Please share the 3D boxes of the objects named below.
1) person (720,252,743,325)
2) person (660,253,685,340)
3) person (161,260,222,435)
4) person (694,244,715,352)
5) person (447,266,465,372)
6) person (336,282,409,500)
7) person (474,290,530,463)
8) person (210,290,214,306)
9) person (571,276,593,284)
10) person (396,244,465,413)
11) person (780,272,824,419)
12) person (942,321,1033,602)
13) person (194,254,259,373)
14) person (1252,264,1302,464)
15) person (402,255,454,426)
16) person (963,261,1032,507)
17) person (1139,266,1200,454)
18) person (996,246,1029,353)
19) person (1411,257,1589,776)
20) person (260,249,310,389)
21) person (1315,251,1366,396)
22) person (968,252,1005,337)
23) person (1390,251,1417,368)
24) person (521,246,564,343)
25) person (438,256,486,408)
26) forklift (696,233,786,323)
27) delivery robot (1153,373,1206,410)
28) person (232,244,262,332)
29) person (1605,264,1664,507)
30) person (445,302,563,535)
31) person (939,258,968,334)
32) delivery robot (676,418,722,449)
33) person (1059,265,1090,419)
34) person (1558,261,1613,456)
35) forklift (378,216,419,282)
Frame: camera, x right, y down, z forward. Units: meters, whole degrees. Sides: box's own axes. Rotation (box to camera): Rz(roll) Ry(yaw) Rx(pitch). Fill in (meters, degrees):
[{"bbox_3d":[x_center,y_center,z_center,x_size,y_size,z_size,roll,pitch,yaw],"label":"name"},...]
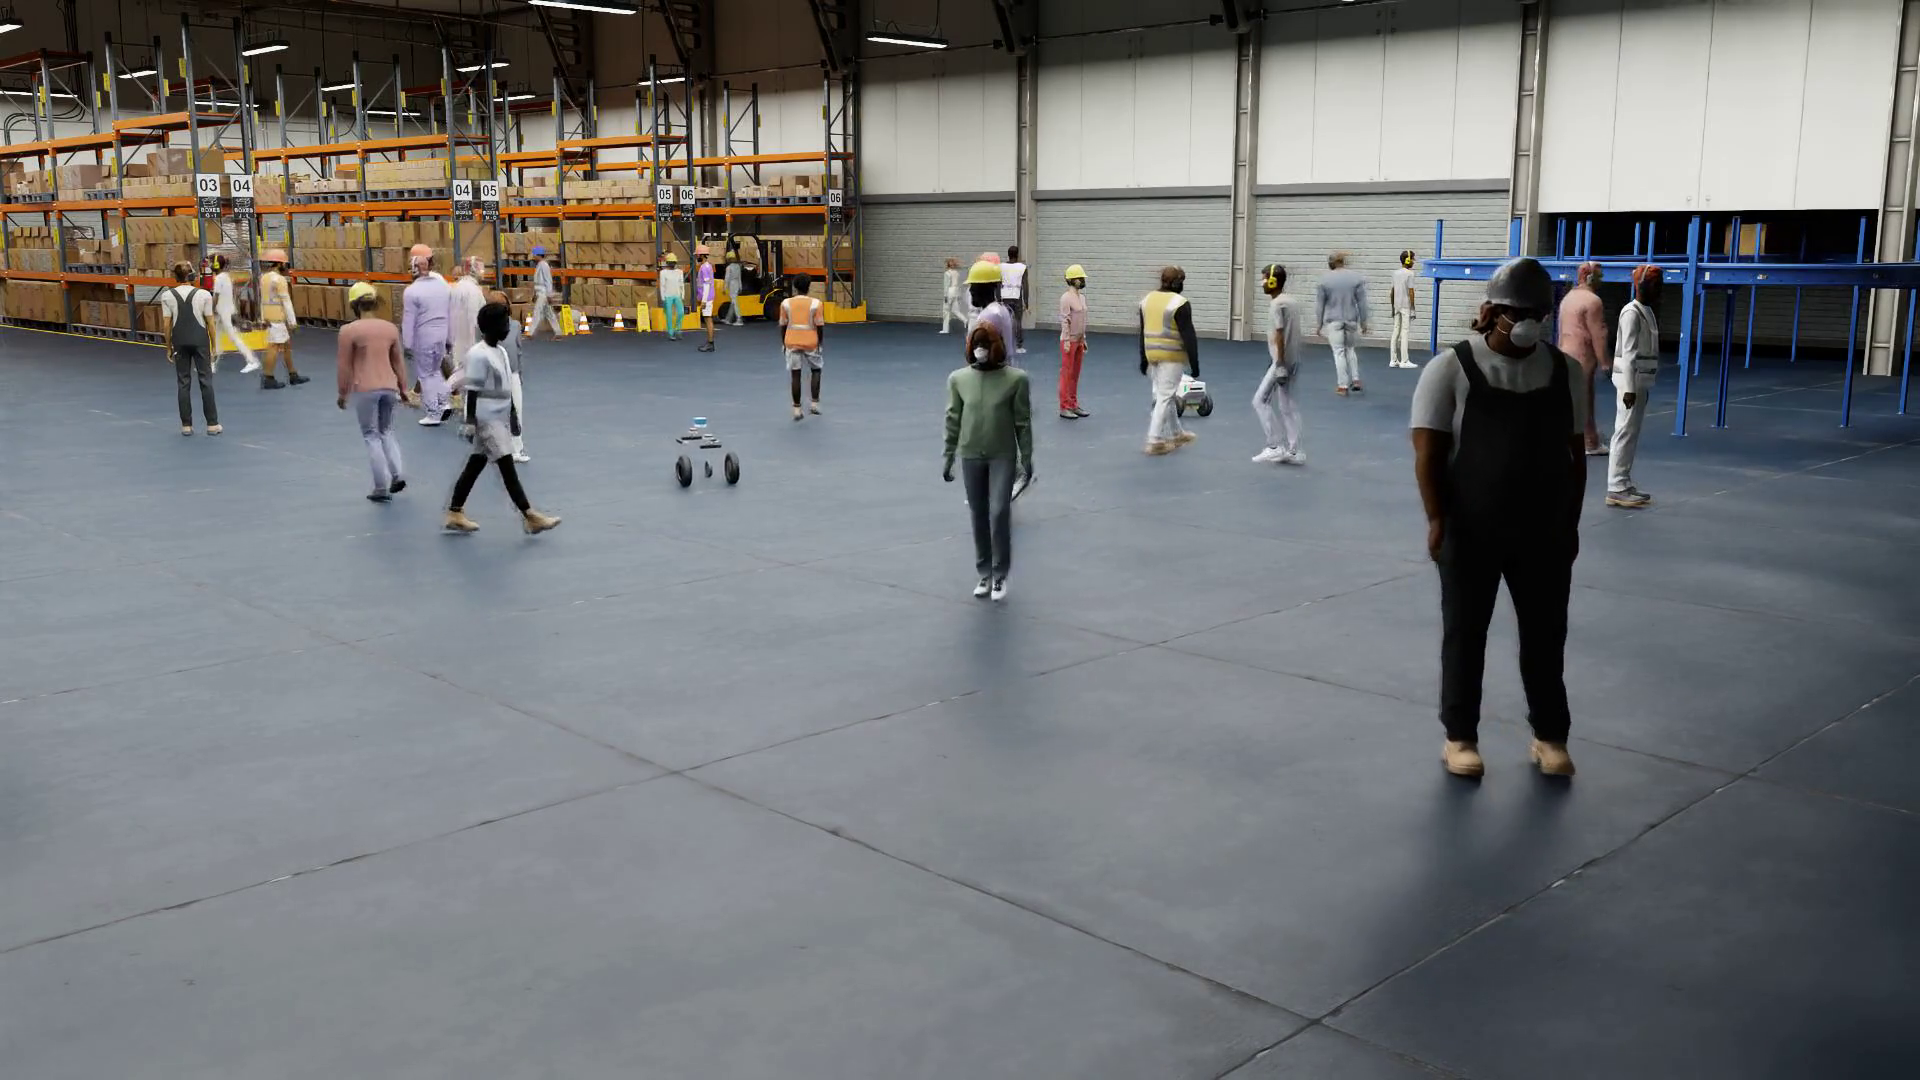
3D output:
[{"bbox_3d":[-5.410,-5.925,39.212,0.664,1.715,0.510,5,12,26],"label":"person"},{"bbox_3d":[-5.780,-4.903,33.552,0.545,1.742,0.588,-6,12,-31],"label":"person"},{"bbox_3d":[-8.198,-2.047,17.738,0.505,1.842,0.349,-3,11,-14],"label":"person"},{"bbox_3d":[-4.674,-4.425,30.436,0.377,1.938,0.547,0,10,-3],"label":"person"},{"bbox_3d":[-7.752,-3.444,25.909,0.510,1.639,0.308,0,10,-2],"label":"person"},{"bbox_3d":[-4.711,-1.187,13.336,0.447,1.740,0.532,8,13,36],"label":"person"},{"bbox_3d":[-4.370,-1.560,15.721,0.510,1.604,0.775,-9,14,-42],"label":"person"},{"bbox_3d":[-16.428,-5.515,36.407,0.386,1.927,0.589,-6,12,-28],"label":"person"},{"bbox_3d":[-9.650,-6.685,42.915,0.641,1.899,1.009,-10,14,-42],"label":"person"},{"bbox_3d":[-6.438,-2.525,19.938,1.017,1.986,0.633,1,10,3],"label":"person"},{"bbox_3d":[-1.824,-2.266,19.365,0.543,1.681,0.545,1,10,5],"label":"person"},{"bbox_3d":[0.144,-0.450,9.629,0.524,1.618,0.584,3,11,15],"label":"person"},{"bbox_3d":[-11.358,-3.494,25.690,0.953,1.832,0.516,-3,11,-14],"label":"person"},{"bbox_3d":[2.930,-1.619,15.405,0.600,1.838,0.605,5,11,24],"label":"person"},{"bbox_3d":[-5.953,-2.217,18.533,0.431,1.883,0.660,6,12,30],"label":"person"},{"bbox_3d":[0.260,-1.188,12.849,0.499,1.915,0.590,2,11,13],"label":"person"},{"bbox_3d":[2.104,-1.762,16.261,0.787,1.806,0.653,-7,12,-33],"label":"person"},{"bbox_3d":[0.945,-4.338,30.013,0.598,1.917,0.378,3,11,16],"label":"person"},{"bbox_3d":[2.132,-0.072,6.534,0.699,2.000,0.540,0,10,0],"label":"person"},{"bbox_3d":[-9.389,-3.078,23.163,0.583,1.902,0.848,10,14,42],"label":"person"},{"bbox_3d":[5.056,-2.892,22.188,0.650,1.903,0.468,-1,10,-7],"label":"person"},{"bbox_3d":[0.377,-2.183,18.239,0.602,1.922,0.580,3,11,18],"label":"person"},{"bbox_3d":[7.131,-3.705,26.718,0.328,1.865,0.517,-5,12,-27],"label":"person"},{"bbox_3d":[-8.346,-4.878,33.038,0.975,1.892,0.628,-5,11,-23],"label":"person"},{"bbox_3d":[-5.762,-2.353,19.317,0.827,1.879,0.655,-4,11,-20],"label":"person"},{"bbox_3d":[-5.496,-6.489,41.108,2.313,2.155,1.214,-10,14,-44],"label":"forklift"},{"bbox_3d":[2.590,-1.787,19.687,0.477,0.478,0.707,-6,12,-28],"label":"delivery robot"},{"bbox_3d":[-15.659,-5.582,36.527,0.644,2.019,0.479,-7,12,-32],"label":"person"},{"bbox_3d":[5.328,-1.223,13.121,0.337,1.882,0.585,6,12,32],"label":"person"},{"bbox_3d":[-3.284,-0.854,11.760,0.897,1.637,0.539,0,10,2],"label":"person"},{"bbox_3d":[-0.130,-5.241,35.773,0.610,1.622,0.522,7,13,34],"label":"person"},{"bbox_3d":[-2.241,-0.943,14.376,0.335,0.223,0.698,-4,11,-23],"label":"delivery robot"},{"bbox_3d":[1.332,-2.313,19.381,0.299,1.772,0.525,6,12,29],"label":"person"},{"bbox_3d":[6.002,-1.723,15.924,0.642,1.897,0.673,0,10,2],"label":"person"},{"bbox_3d":[-17.868,-9.201,54.028,1.873,2.768,1.129,-10,14,-44],"label":"forklift"}]
